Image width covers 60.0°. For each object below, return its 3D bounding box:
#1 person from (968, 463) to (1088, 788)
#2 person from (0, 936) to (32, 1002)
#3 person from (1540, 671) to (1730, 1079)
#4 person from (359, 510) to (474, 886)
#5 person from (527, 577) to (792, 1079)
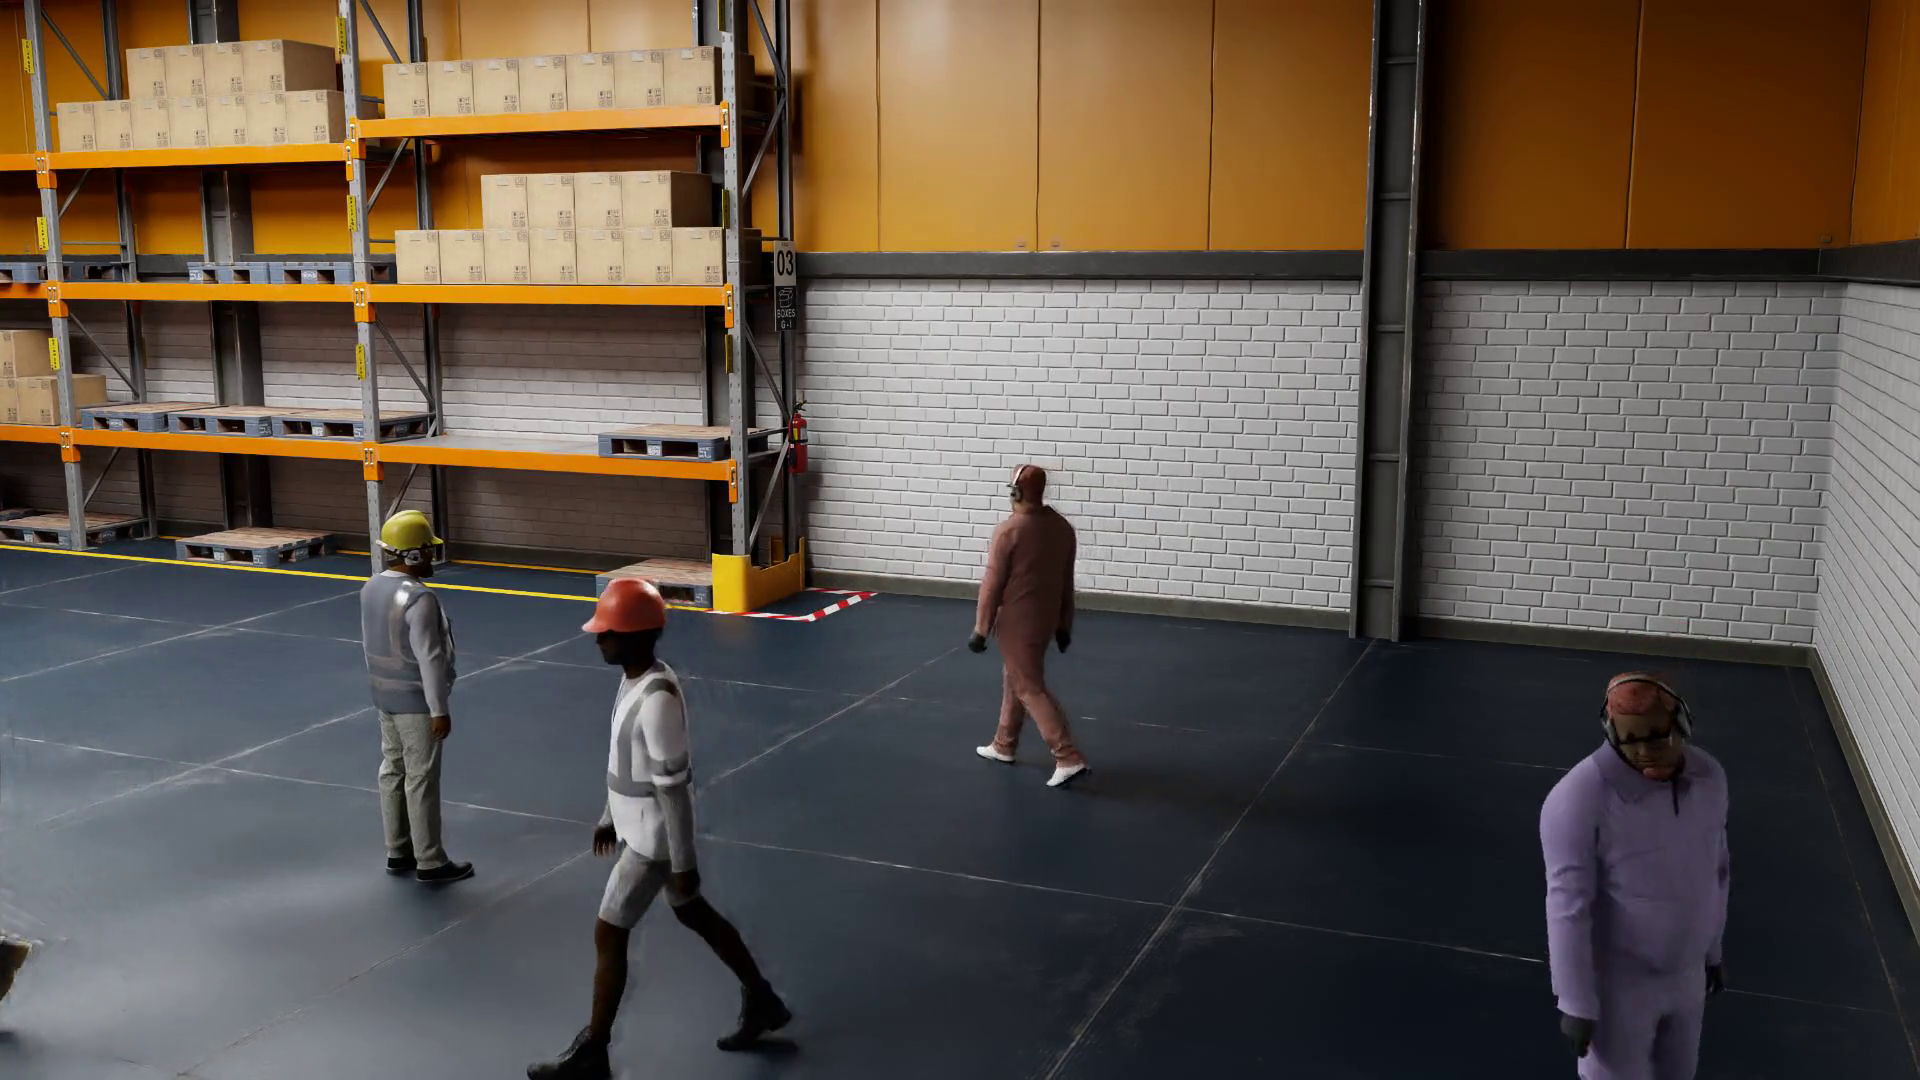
[{"bbox_3d":[0.427,0.485,9.737,0.953,1.868,0.638,8,12,41],"label":"person"},{"bbox_3d":[-3.953,1.010,6.227,0.642,1.974,0.622,-6,11,-33],"label":"person"},{"bbox_3d":[2.108,1.277,4.983,0.863,1.861,0.394,-5,11,-29],"label":"person"},{"bbox_3d":[-2.670,0.764,8.134,0.589,1.835,0.404,9,13,43],"label":"person"},{"bbox_3d":[-1.093,1.058,6.183,0.984,1.900,0.541,-2,10,-12],"label":"person"}]
